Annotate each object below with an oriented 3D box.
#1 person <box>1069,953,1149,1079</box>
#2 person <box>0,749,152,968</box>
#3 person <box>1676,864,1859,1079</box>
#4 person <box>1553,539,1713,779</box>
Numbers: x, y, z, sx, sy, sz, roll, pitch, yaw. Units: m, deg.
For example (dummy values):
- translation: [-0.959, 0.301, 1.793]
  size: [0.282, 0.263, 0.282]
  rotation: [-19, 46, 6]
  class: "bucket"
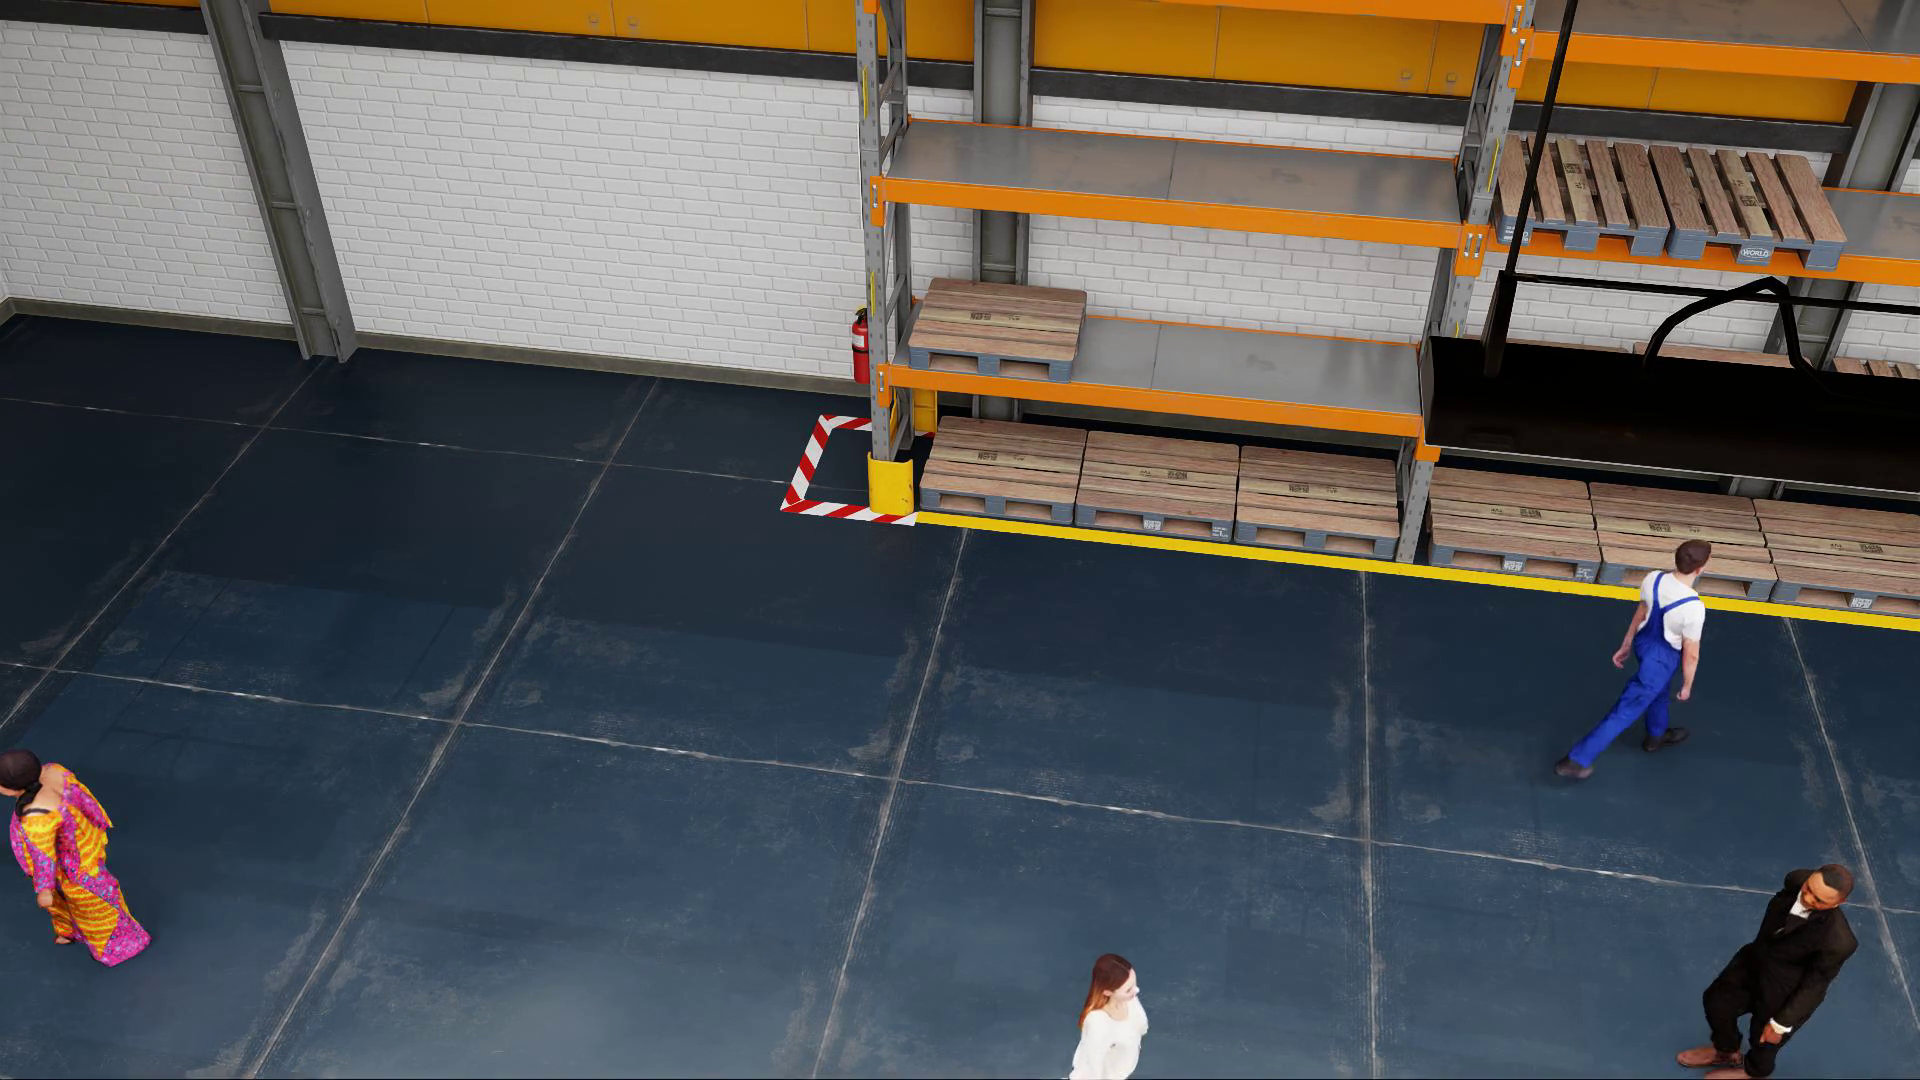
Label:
- translation: [0.626, 2.566, 8.140]
  size: [1.151, 1.656, 0.754]
  rotation: [13, 41, 16]
  class: "person"
- translation: [-4.875, 1.732, 9.181]
  size: [0.920, 1.660, 0.841]
  rotation: [-10, 40, -12]
  class: "person"
- translation: [4.227, 2.229, 8.380]
  size: [0.786, 1.883, 0.807]
  rotation: [0, 39, 0]
  class: "person"
- translation: [4.195, 0.795, 10.239]
  size: [1.372, 1.803, 1.086]
  rotation: [-13, 40, -16]
  class: "person"
